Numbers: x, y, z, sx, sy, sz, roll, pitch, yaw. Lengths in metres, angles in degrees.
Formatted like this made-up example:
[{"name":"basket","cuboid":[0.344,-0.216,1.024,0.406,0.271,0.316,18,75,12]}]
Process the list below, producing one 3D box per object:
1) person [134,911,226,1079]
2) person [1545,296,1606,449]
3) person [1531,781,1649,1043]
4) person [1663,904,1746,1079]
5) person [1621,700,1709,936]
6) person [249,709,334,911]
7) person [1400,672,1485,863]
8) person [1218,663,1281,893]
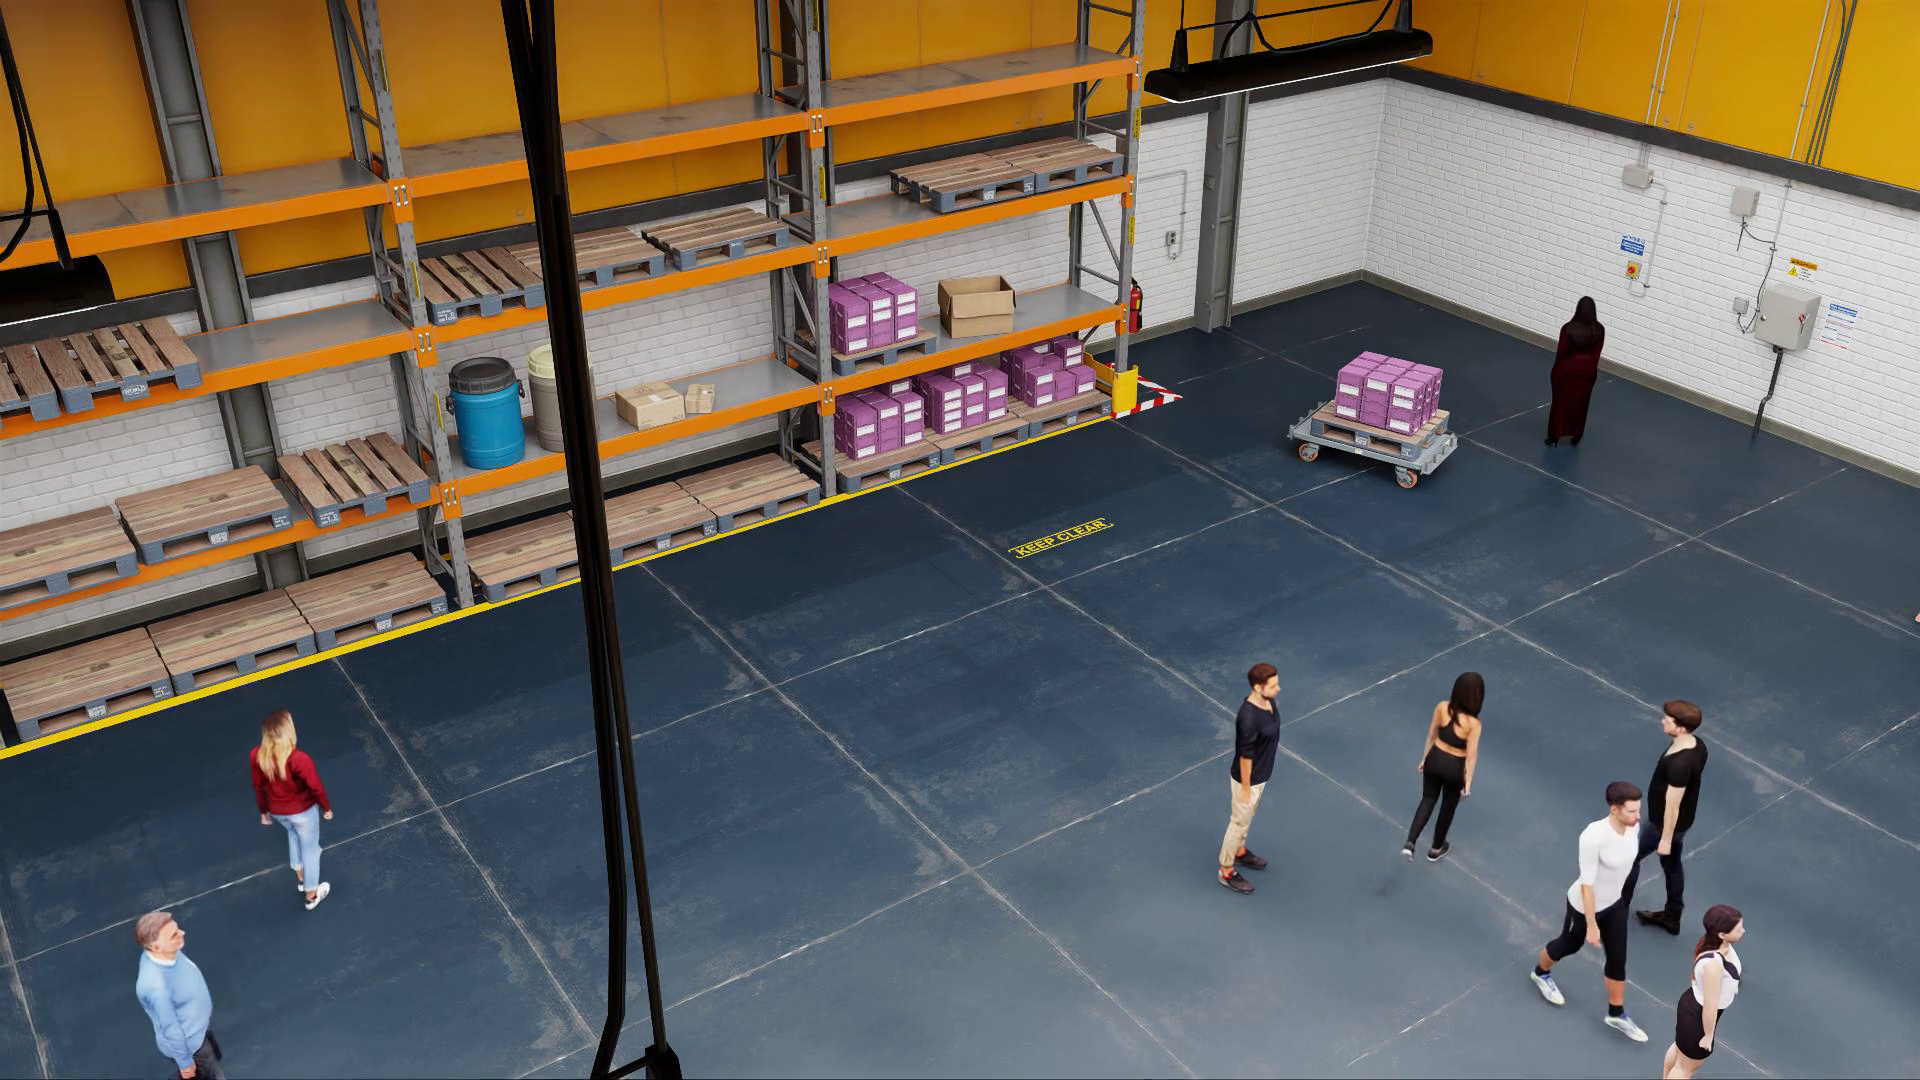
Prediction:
[{"name":"person","cuboid":[-4.596,2.881,9.694,1.007,1.801,0.819,-9,30,-16]},{"name":"person","cuboid":[6.819,-1.853,18.421,0.723,1.753,0.824,-1,29,-2]},{"name":"person","cuboid":[4.036,2.307,10.730,1.038,1.816,0.815,-14,32,-25]},{"name":"person","cuboid":[4.416,2.841,9.925,0.694,1.648,0.608,10,30,17]},{"name":"person","cuboid":[4.924,1.945,11.336,0.967,1.872,0.950,18,34,30]},{"name":"person","cuboid":[-4.694,1.929,11.625,0.746,1.621,0.811,3,29,6]},{"name":"person","cuboid":[3.480,1.700,12.044,0.893,1.623,0.691,-24,36,-36]},{"name":"person","cuboid":[2.065,1.658,11.879,0.767,1.855,0.639,13,31,22]}]
